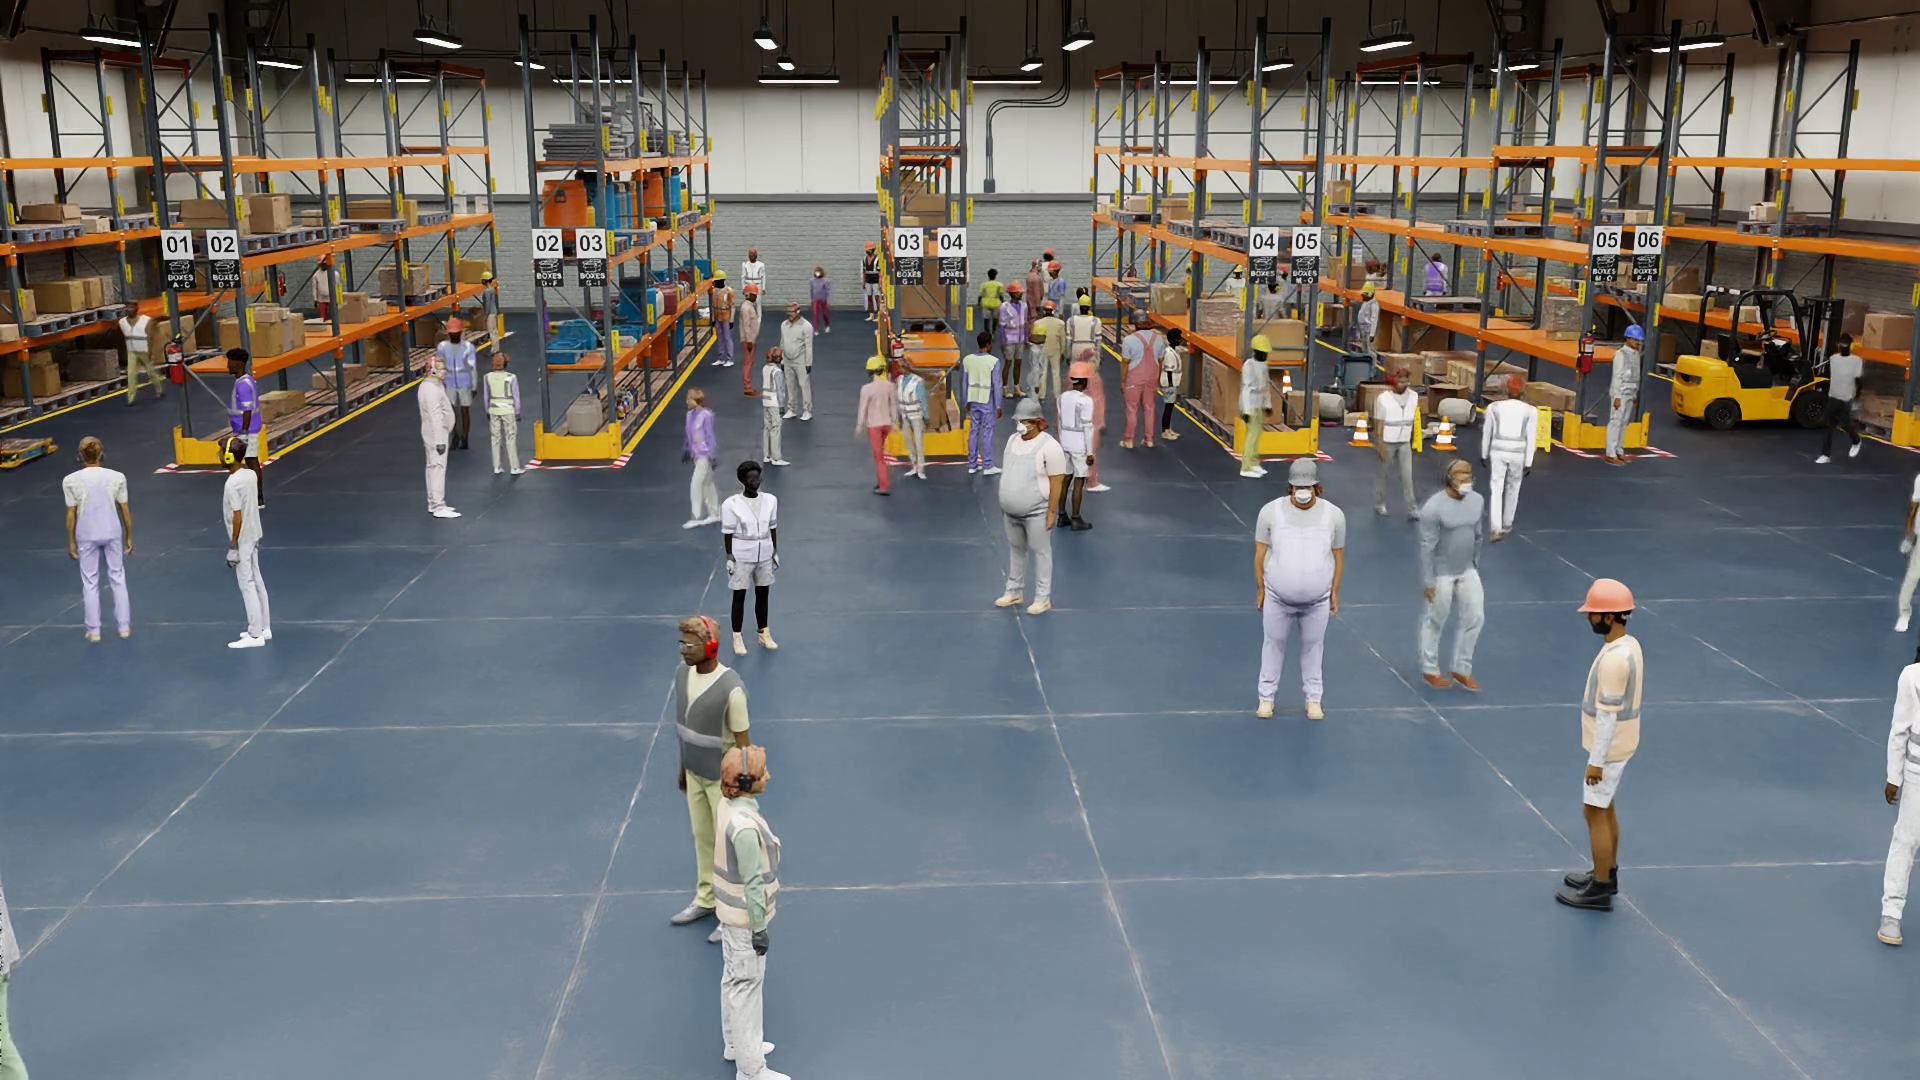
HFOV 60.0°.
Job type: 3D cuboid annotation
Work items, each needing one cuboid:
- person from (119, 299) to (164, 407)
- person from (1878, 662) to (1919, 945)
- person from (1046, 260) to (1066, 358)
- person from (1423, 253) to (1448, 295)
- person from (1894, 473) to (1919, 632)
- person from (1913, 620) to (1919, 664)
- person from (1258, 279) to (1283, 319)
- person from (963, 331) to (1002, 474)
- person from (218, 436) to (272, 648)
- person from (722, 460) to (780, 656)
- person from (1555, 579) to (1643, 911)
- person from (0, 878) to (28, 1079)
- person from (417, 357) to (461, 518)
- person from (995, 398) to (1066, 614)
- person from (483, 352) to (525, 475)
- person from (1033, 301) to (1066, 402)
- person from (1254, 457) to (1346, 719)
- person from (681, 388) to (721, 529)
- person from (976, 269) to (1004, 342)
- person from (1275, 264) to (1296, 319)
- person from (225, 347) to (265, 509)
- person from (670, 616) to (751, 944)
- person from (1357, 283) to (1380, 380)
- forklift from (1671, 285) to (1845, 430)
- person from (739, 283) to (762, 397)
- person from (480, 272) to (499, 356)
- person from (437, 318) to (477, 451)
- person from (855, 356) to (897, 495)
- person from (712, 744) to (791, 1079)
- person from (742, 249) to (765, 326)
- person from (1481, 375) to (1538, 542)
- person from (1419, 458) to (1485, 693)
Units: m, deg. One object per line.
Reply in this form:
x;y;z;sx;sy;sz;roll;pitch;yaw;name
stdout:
-14.017;-3.224;28.438;0.563;1.804;0.917;0;13;-1;person
5.353;1.309;9.051;0.573;1.887;0.355;4;14;17;person
1.969;-4.792;34.597;0.418;2.035;0.607;-6;14;-23;person
11.627;-6.113;40.672;0.636;1.795;0.899;7;15;28;person
8.678;-0.003;14.760;0.570;1.820;0.799;0;13;1;person
8.211;0.181;13.740;0.384;1.930;0.547;3;14;12;person
5.946;-4.053;31.807;0.534;1.868;0.310;9;16;33;person
0.299;-1.838;22.317;0.596;1.916;0.373;10;16;35;person
-6.292;0.016;14.567;0.328;1.872;0.508;-1;13;-3;person
-1.799;0.148;14.374;0.535;1.700;0.318;-9;16;-33;person
3.698;1.168;9.586;0.389;1.923;0.549;7;15;27;person
-4.147;1.822;6.959;0.365;1.853;0.521;-2;13;-7;person
-6.184;-1.220;19.738;0.399;1.902;0.642;-6;15;-24;person
0.618;-0.325;15.644;0.672;2.000;0.536;13;18;43;person
-6.119;-1.683;22.255;0.514;1.641;0.315;3;14;14;person
1.533;-3.240;28.634;0.564;1.739;0.352;1;13;3;person
2.584;0.374;12.684;0.680;2.000;0.537;2;13;7;person
-3.051;-0.941;19.161;0.688;1.611;0.539;-9;16;-33;person
0.672;-5.221;37.151;0.640;1.665;0.577;0;13;1;person
7.420;-5.460;38.108;0.892;1.701;0.576;12;18;41;person
-8.658;-1.352;20.153;0.367;1.966;0.607;-5;14;-21;person
-1.353;1.298;9.183;0.392;1.846;0.564;-12;18;-42;person
7.705;-3.936;31.418;0.404;1.825;0.594;-2;13;-7;person
12.503;-2.886;26.166;2.313;2.155;1.214;-1;13;-3;forklift
-3.685;-3.516;29.279;0.391;1.987;0.608;0;13;-2;person
-9.901;-4.750;34.978;0.316;1.769;0.525;0;13;-1;person
-7.247;-2.225;23.951;0.581;1.914;0.682;-2;13;-7;person
-1.083;-1.446;21.015;0.598;1.747;0.528;12;18;41;person
-0.993;1.741;7.753;0.308;1.641;0.517;-4;14;-18;person
-5.059;-6.173;40.752;0.573;1.885;0.357;0;13;0;person
6.120;-0.916;18.598;0.578;1.849;0.970;5;14;21;person
3.956;0.302;13.242;0.666;1.918;0.656;-6;15;-24;person
